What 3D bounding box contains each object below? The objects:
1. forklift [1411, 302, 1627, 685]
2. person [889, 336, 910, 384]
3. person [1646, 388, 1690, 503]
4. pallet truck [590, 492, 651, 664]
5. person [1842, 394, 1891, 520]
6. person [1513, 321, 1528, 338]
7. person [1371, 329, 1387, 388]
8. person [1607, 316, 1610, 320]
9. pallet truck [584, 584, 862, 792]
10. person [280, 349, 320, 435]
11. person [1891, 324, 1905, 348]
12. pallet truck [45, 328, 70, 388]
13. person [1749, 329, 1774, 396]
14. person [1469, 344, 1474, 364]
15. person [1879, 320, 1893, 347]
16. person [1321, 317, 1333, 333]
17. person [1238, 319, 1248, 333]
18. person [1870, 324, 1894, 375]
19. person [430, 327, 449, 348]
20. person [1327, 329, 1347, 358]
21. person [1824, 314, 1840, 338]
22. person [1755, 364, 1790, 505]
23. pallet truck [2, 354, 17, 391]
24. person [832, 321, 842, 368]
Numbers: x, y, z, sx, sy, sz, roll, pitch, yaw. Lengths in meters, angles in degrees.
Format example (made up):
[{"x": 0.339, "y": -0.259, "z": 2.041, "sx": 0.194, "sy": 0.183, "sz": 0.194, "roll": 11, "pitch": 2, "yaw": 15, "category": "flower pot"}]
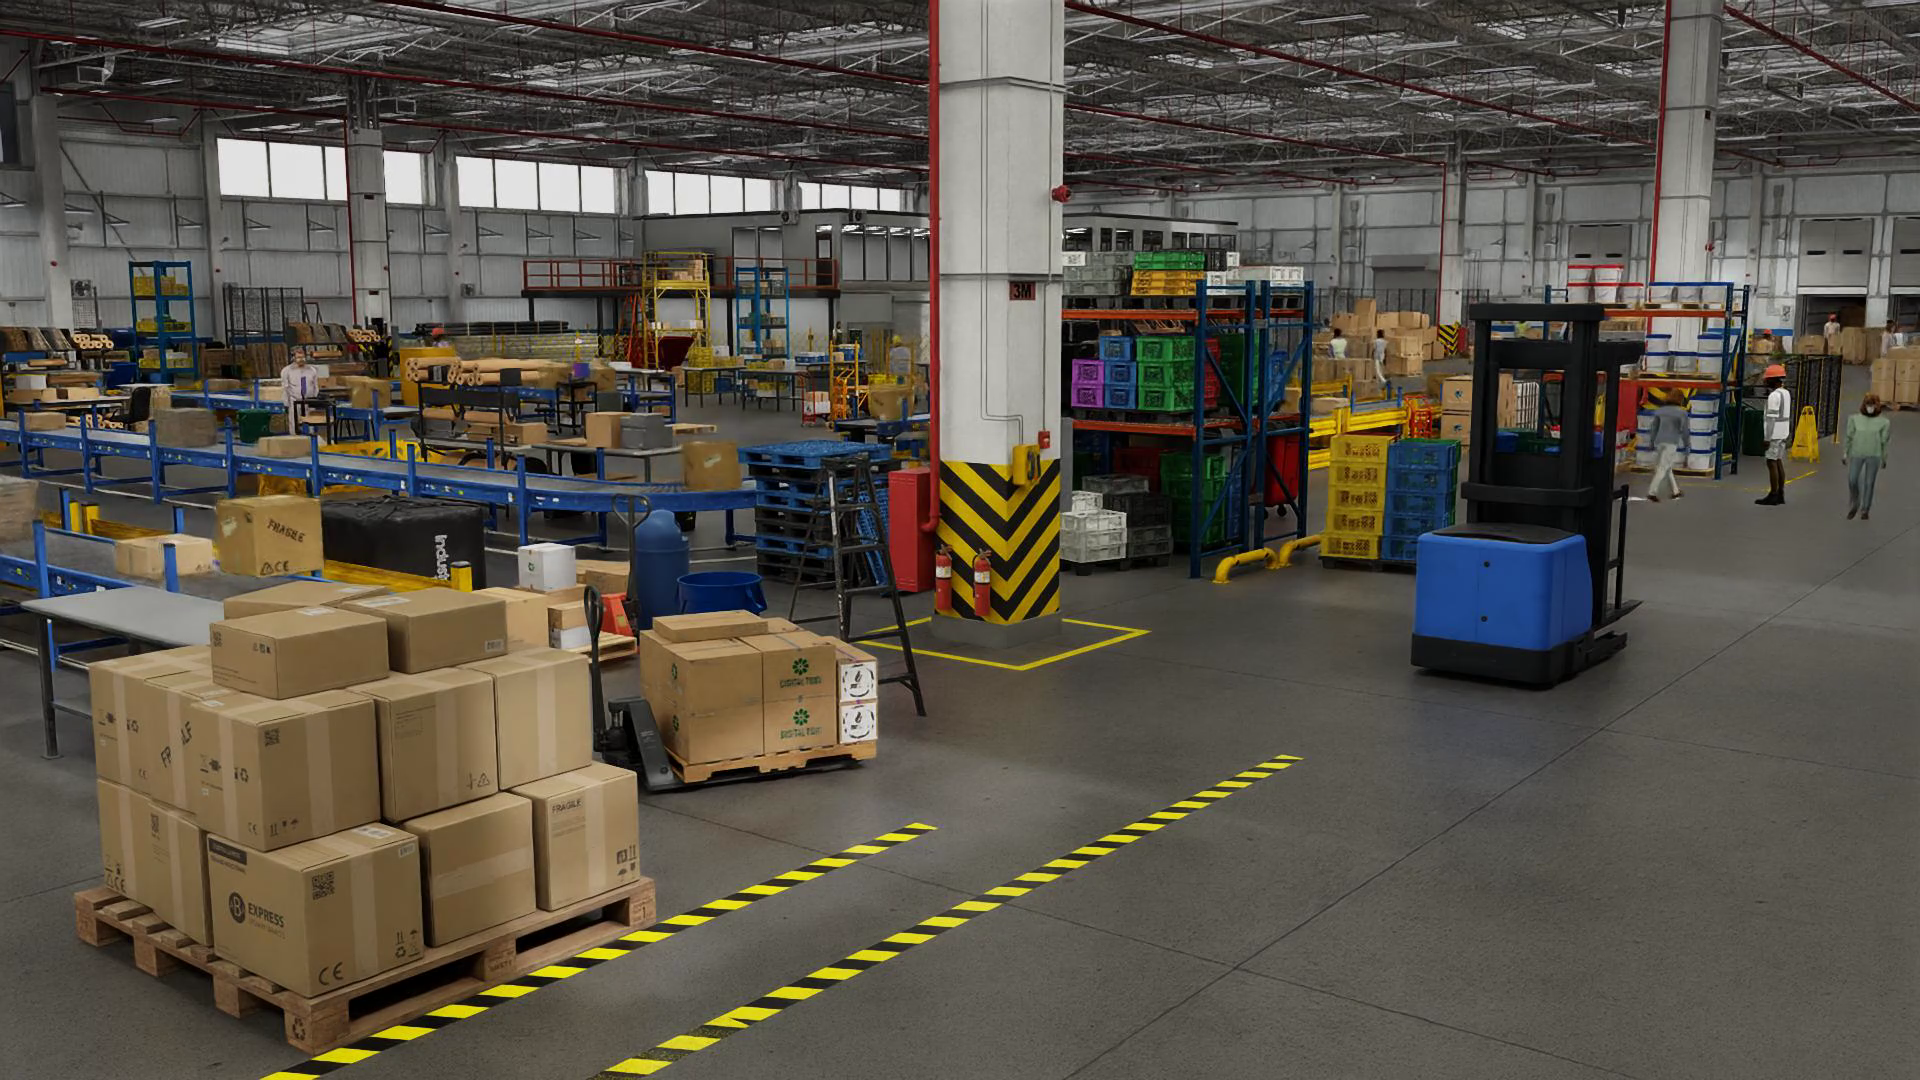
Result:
[{"x": 4.379, "y": -0.438, "z": 12.852, "sx": 1.129, "sy": 2.768, "sz": 1.873, "roll": 7, "pitch": 11, "yaw": 37, "category": "forklift"}, {"x": -1.637, "y": -4.310, "z": 42.555, "sx": 0.622, "sy": 1.804, "sz": 0.720, "roll": -5, "pitch": 10, "yaw": -29, "category": "person"}, {"x": 9.839, "y": -1.311, "z": 23.092, "sx": 0.877, "sy": 1.579, "sz": 0.514, "roll": -5, "pitch": 10, "yaw": -29, "category": "person"}, {"x": -3.115, "y": 0.344, "z": 12.883, "sx": 0.653, "sy": 1.274, "sz": 1.630, "roll": 7, "pitch": 11, "yaw": 37, "category": "pallet truck"}, {"x": 11.521, "y": -1.044, "z": 21.163, "sx": 0.536, "sy": 1.615, "sz": 0.559, "roll": 5, "pitch": 10, "yaw": 31, "category": "person"}, {"x": 24.833, "y": -8.914, "z": 73.658, "sx": 0.652, "sy": 1.789, "sz": 0.979, "roll": 2, "pitch": 9, "yaw": 10, "category": "person"}, {"x": 12.528, "y": -5.376, "z": 49.610, "sx": 0.520, "sy": 1.849, "sz": 0.796, "roll": -4, "pitch": 9, "yaw": -27, "category": "person"}, {"x": 28.488, "y": -8.925, "z": 73.268, "sx": 0.722, "sy": 1.928, "sz": 0.613, "roll": 5, "pitch": 10, "yaw": 32, "category": "person"}, {"x": -1.426, "y": 0.805, "z": 10.019, "sx": 1.601, "sy": 1.201, "sz": 0.680, "roll": -4, "pitch": 9, "yaw": -26, "category": "pallet truck"}, {"x": -11.671, "y": -2.421, "z": 29.477, "sx": 0.643, "sy": 1.911, "sz": 0.411, "roll": -7, "pitch": 11, "yaw": -38, "category": "person"}, {"x": 30.919, "y": -6.207, "z": 55.119, "sx": 0.591, "sy": 1.861, "sz": 0.776, "roll": -2, "pitch": 9, "yaw": -15, "category": "person"}, {"x": -23.775, "y": -4.544, "z": 43.495, "sx": 1.885, "sy": 1.965, "sz": 0.823, "roll": 6, "pitch": 10, "yaw": 35, "category": "pallet truck"}, {"x": 22.684, "y": -5.011, "z": 47.009, "sx": 0.854, "sy": 1.907, "sz": 0.564, "roll": -4, "pitch": 9, "yaw": -24, "category": "person"}, {"x": 15.841, "y": -5.480, "z": 50.805, "sx": 0.886, "sy": 1.695, "sz": 0.495, "roll": -5, "pitch": 10, "yaw": -32, "category": "person"}, {"x": 36.949, "y": -7.835, "z": 66.184, "sx": 0.710, "sy": 1.842, "sz": 0.549, "roll": -3, "pitch": 9, "yaw": -18, "category": "person"}, {"x": 15.828, "y": -8.675, "z": 71.765, "sx": 0.610, "sy": 1.864, "sz": 0.531, "roll": 7, "pitch": 11, "yaw": 40, "category": "person"}, {"x": 10.941, "y": -7.556, "z": 64.017, "sx": 0.559, "sy": 1.927, "sz": 0.448, "roll": 3, "pitch": 9, "yaw": 22, "category": "person"}, {"x": 30.337, "y": -6.146, "z": 54.559, "sx": 0.622, "sy": 1.918, "sz": 0.640, "roll": 7, "pitch": 11, "yaw": 41, "category": "person"}, {"x": -13.284, "y": -4.391, "z": 42.350, "sx": 0.646, "sy": 2.027, "sz": 0.478, "roll": 7, "pitch": 11, "yaw": 41, "category": "person"}, {"x": 10.983, "y": -5.239, "z": 48.622, "sx": 0.609, "sy": 1.863, "sz": 0.993, "roll": -5, "pitch": 10, "yaw": -28, "category": "person"}, {"x": 37.669, "y": -8.755, "z": 71.888, "sx": 0.621, "sy": 1.992, "sz": 0.397, "roll": 5, "pitch": 10, "yaw": 31, "category": "person"}, {"x": 11.135, "y": -1.437, "z": 22.792, "sx": 0.393, "sy": 1.928, "sz": 0.547, "roll": 8, "pitch": 11, "yaw": 41, "category": "person"}, {"x": -24.881, "y": -4.417, "z": 42.634, "sx": 1.885, "sy": 1.965, "sz": 0.823, "roll": 8, "pitch": 11, "yaw": 41, "category": "pallet truck"}, {"x": -4.618, "y": -7.360, "z": 63.010, "sx": 0.344, "sy": 1.839, "sz": 0.504, "roll": 6, "pitch": 10, "yaw": 36, "category": "person"}]
